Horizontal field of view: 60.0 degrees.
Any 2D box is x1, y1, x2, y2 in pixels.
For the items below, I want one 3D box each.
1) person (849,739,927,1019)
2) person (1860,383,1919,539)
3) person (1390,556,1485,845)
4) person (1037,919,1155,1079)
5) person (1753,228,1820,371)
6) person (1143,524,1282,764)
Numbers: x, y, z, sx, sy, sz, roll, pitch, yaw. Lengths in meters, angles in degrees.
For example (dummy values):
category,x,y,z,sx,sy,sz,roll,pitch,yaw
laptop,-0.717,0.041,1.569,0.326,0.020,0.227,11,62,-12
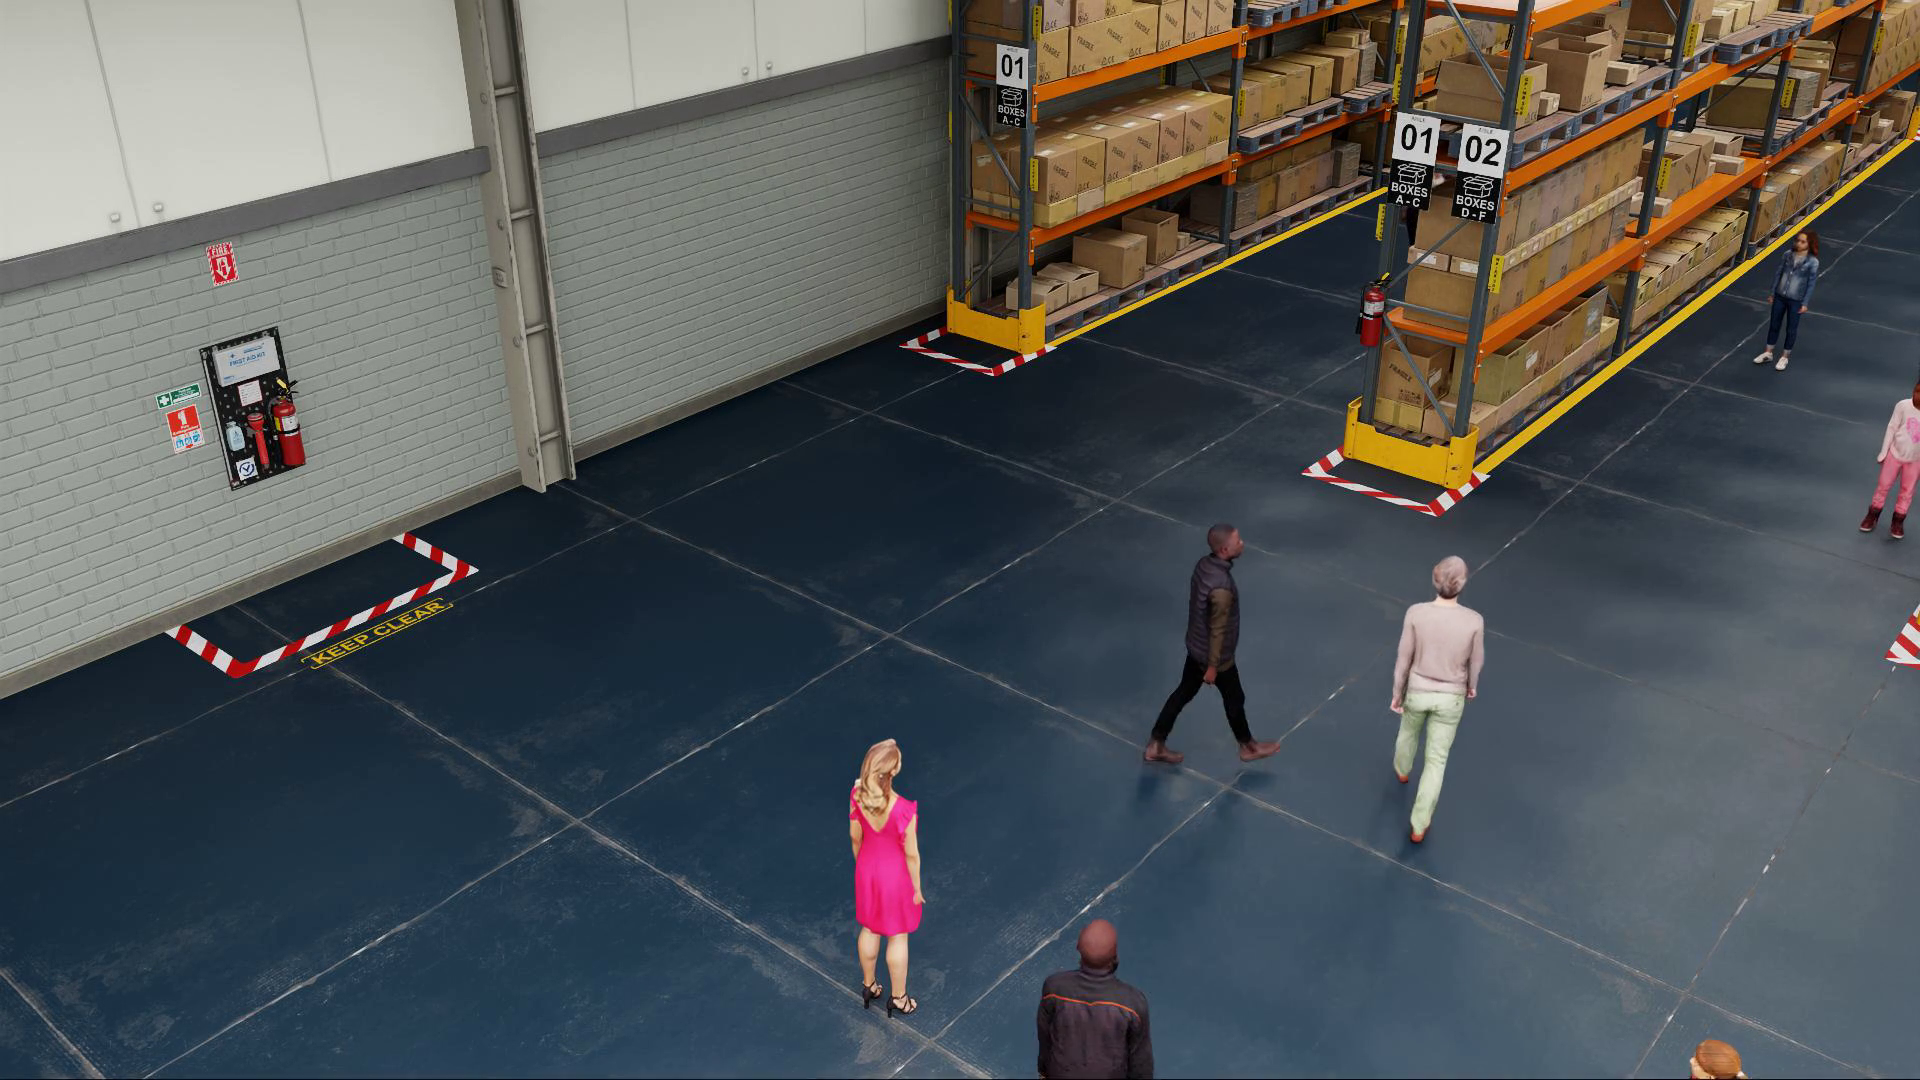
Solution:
category,x,y,z,sx,sy,sz,roll,pitch,yaw
person,-0.407,1.801,8.852,0.596,1.728,0.570,17,32,29
person,7.915,-0.728,13.900,0.572,1.447,0.525,16,32,27
person,2.893,1.026,10.191,0.932,1.837,1.215,10,30,18
person,0.574,2.485,7.479,0.878,1.812,0.944,7,29,13
person,8.601,-2.511,17.215,0.570,1.478,0.606,-20,34,-33
person,1.545,0.729,10.794,1.260,1.794,1.188,-3,28,-6
